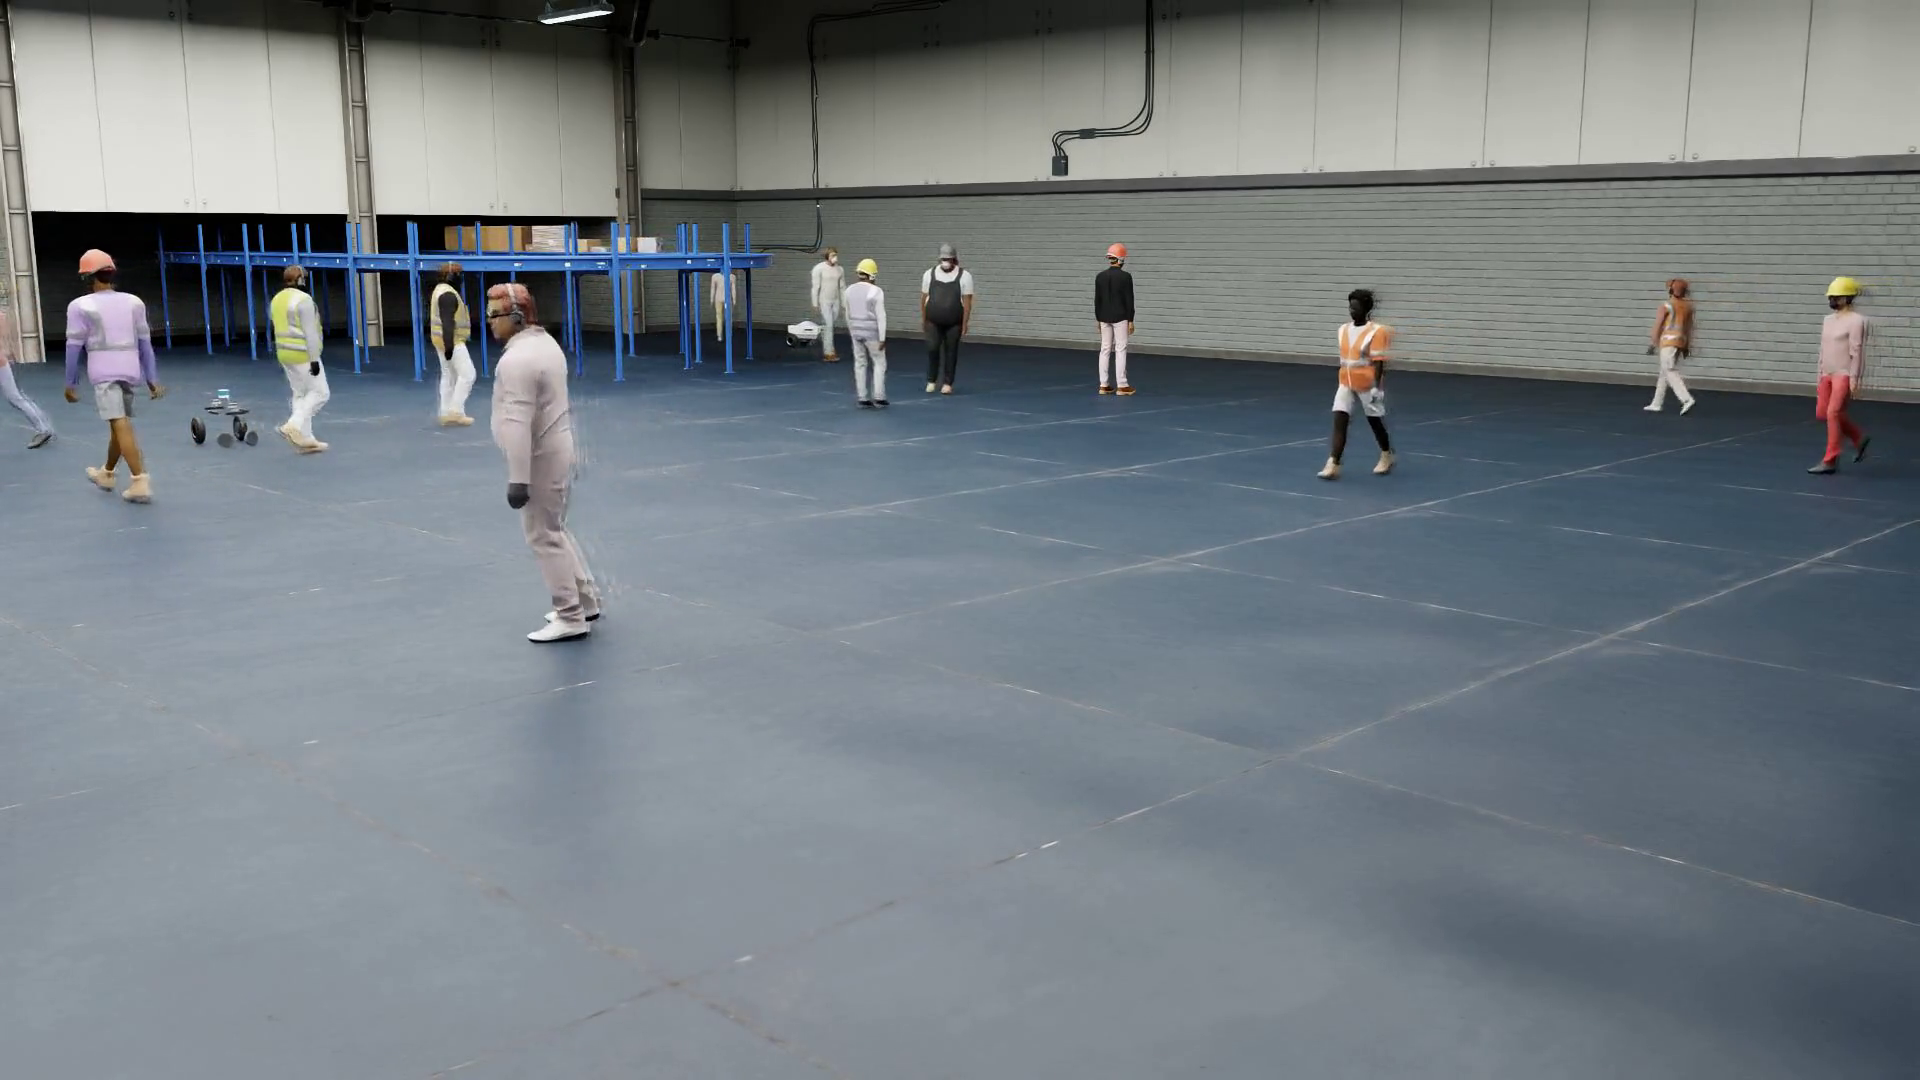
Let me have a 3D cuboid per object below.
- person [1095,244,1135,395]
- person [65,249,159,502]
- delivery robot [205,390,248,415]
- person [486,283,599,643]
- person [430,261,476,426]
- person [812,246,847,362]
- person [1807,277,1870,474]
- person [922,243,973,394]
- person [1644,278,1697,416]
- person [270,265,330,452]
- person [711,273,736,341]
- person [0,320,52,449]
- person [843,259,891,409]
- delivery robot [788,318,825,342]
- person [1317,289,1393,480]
[{"bbox_3d":[2.076,-2.940,22.188,0.608,1.995,0.377,9,14,40],"label":"person"},{"bbox_3d":[-6.879,-1.324,13.385,1.047,1.984,0.630,6,12,30],"label":"person"},{"bbox_3d":[-7.509,-1.418,16.968,0.335,0.223,0.698,-9,14,-39],"label":"delivery robot"},{"bbox_3d":[-2.191,-0.393,8.654,0.467,1.877,0.672,0,10,-1],"label":"person"},{"bbox_3d":[-5.636,-2.189,18.573,0.508,1.827,0.630,-5,11,-24],"label":"person"},{"bbox_3d":[-2.086,-3.927,27.769,0.646,1.914,0.751,-10,14,-43],"label":"person"},{"bbox_3d":[7.920,-1.472,14.871,0.598,1.752,0.528,-2,11,-8],"label":"person"},{"bbox_3d":[-0.181,-2.930,22.120,0.698,2.000,0.669,1,10,5],"label":"person"},{"bbox_3d":[8.473,-2.292,19.699,0.514,1.610,0.789,-6,12,-28],"label":"person"},{"bbox_3d":[-6.452,-1.760,16.221,0.653,1.819,0.474,8,13,37],"label":"person"},{"bbox_3d":[-4.733,-4.786,33.273,0.531,1.610,0.506,-1,10,-4],"label":"person"},{"bbox_3d":[-9.485,-1.724,16.345,0.516,1.709,0.959,6,12,31],"label":"person"},{"bbox_3d":[-1.134,-2.508,20.297,0.617,1.826,0.439,6,12,31],"label":"person"},{"bbox_3d":[-2.911,-3.983,31.660,0.707,0.478,0.477,4,11,23],"label":"delivery robot"},{"bbox_3d":[3.518,-1.366,14.547,0.906,1.652,0.537,-9,13,-39],"label":"person"}]
